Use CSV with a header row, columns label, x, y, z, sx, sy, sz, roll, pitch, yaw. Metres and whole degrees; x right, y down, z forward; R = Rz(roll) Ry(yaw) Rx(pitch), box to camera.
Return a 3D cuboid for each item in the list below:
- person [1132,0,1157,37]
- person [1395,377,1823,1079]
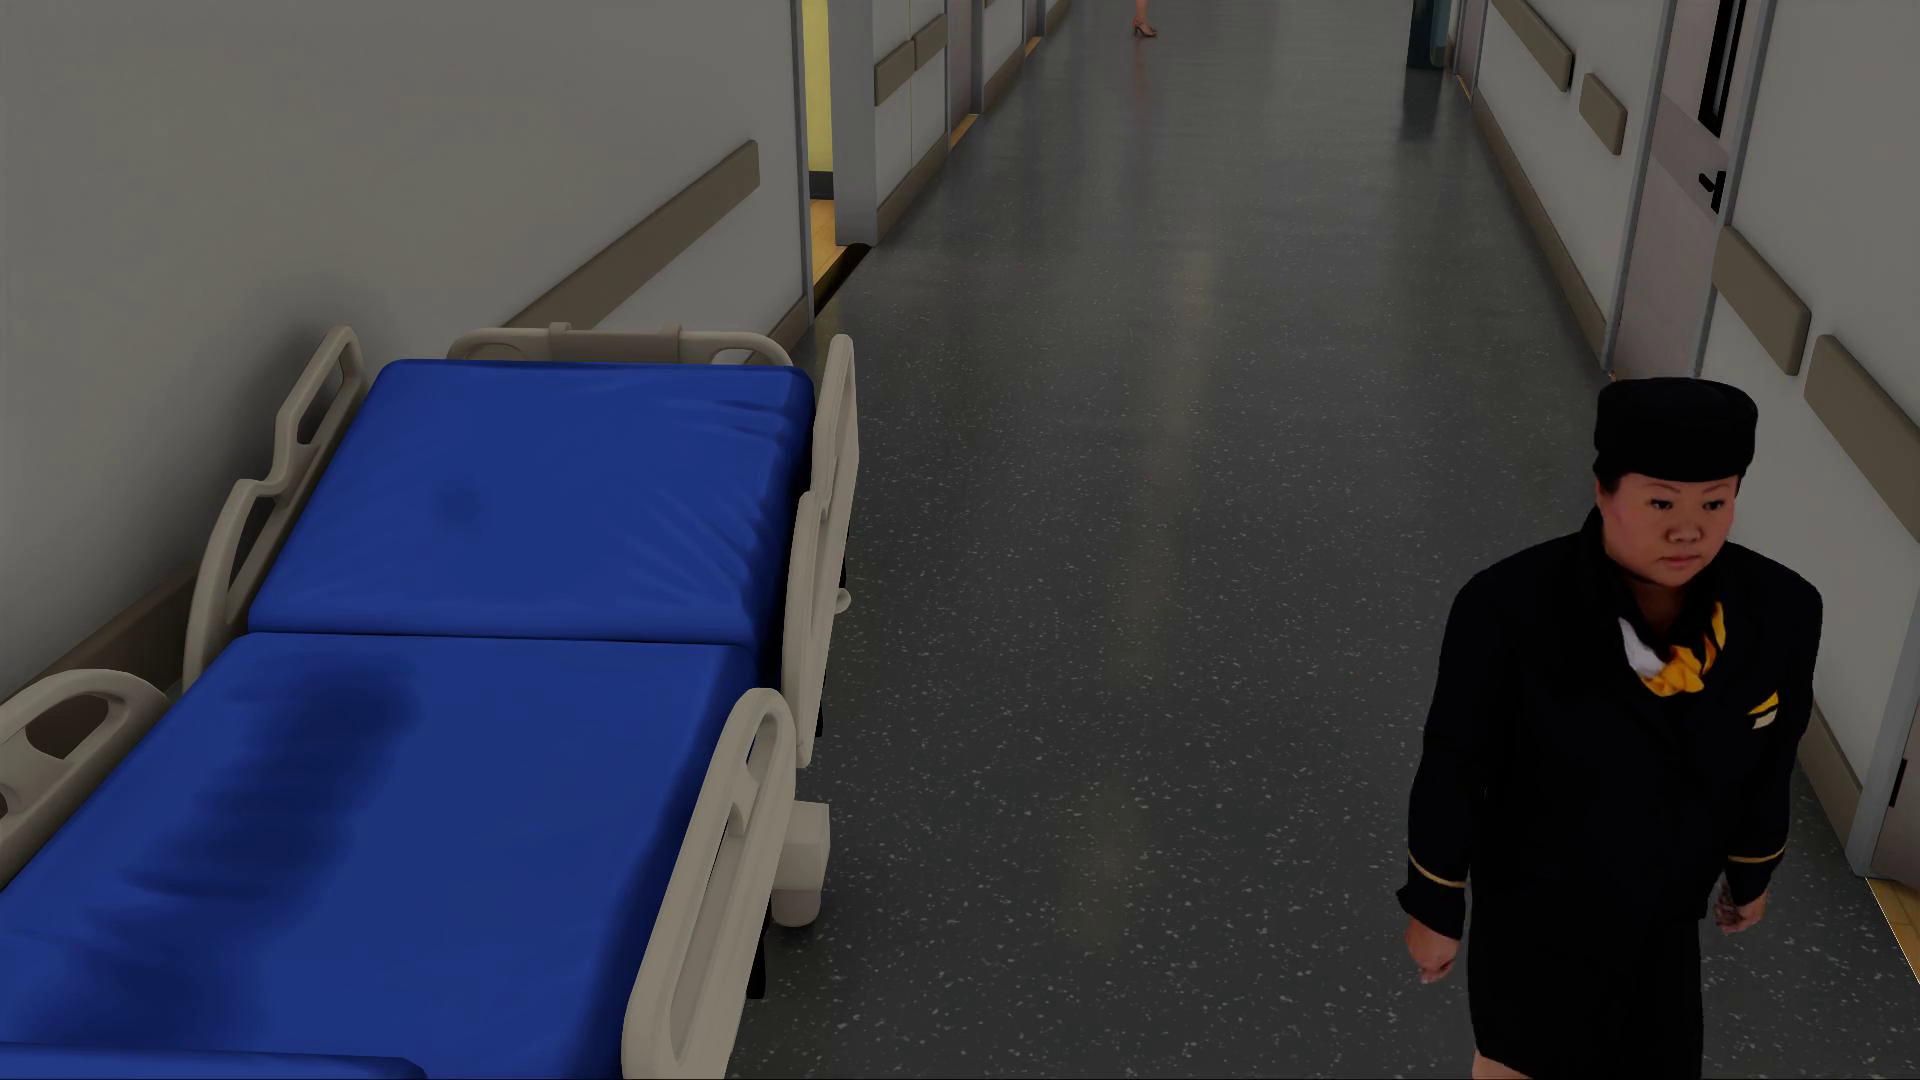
label,x,y,z,sx,sy,sz,roll,pitch,yaw
person,1.672,-5.381,14.679,0.679,1.773,0.689,0,26,0
person,0.969,0.513,2.601,0.787,1.647,0.799,3,26,6
